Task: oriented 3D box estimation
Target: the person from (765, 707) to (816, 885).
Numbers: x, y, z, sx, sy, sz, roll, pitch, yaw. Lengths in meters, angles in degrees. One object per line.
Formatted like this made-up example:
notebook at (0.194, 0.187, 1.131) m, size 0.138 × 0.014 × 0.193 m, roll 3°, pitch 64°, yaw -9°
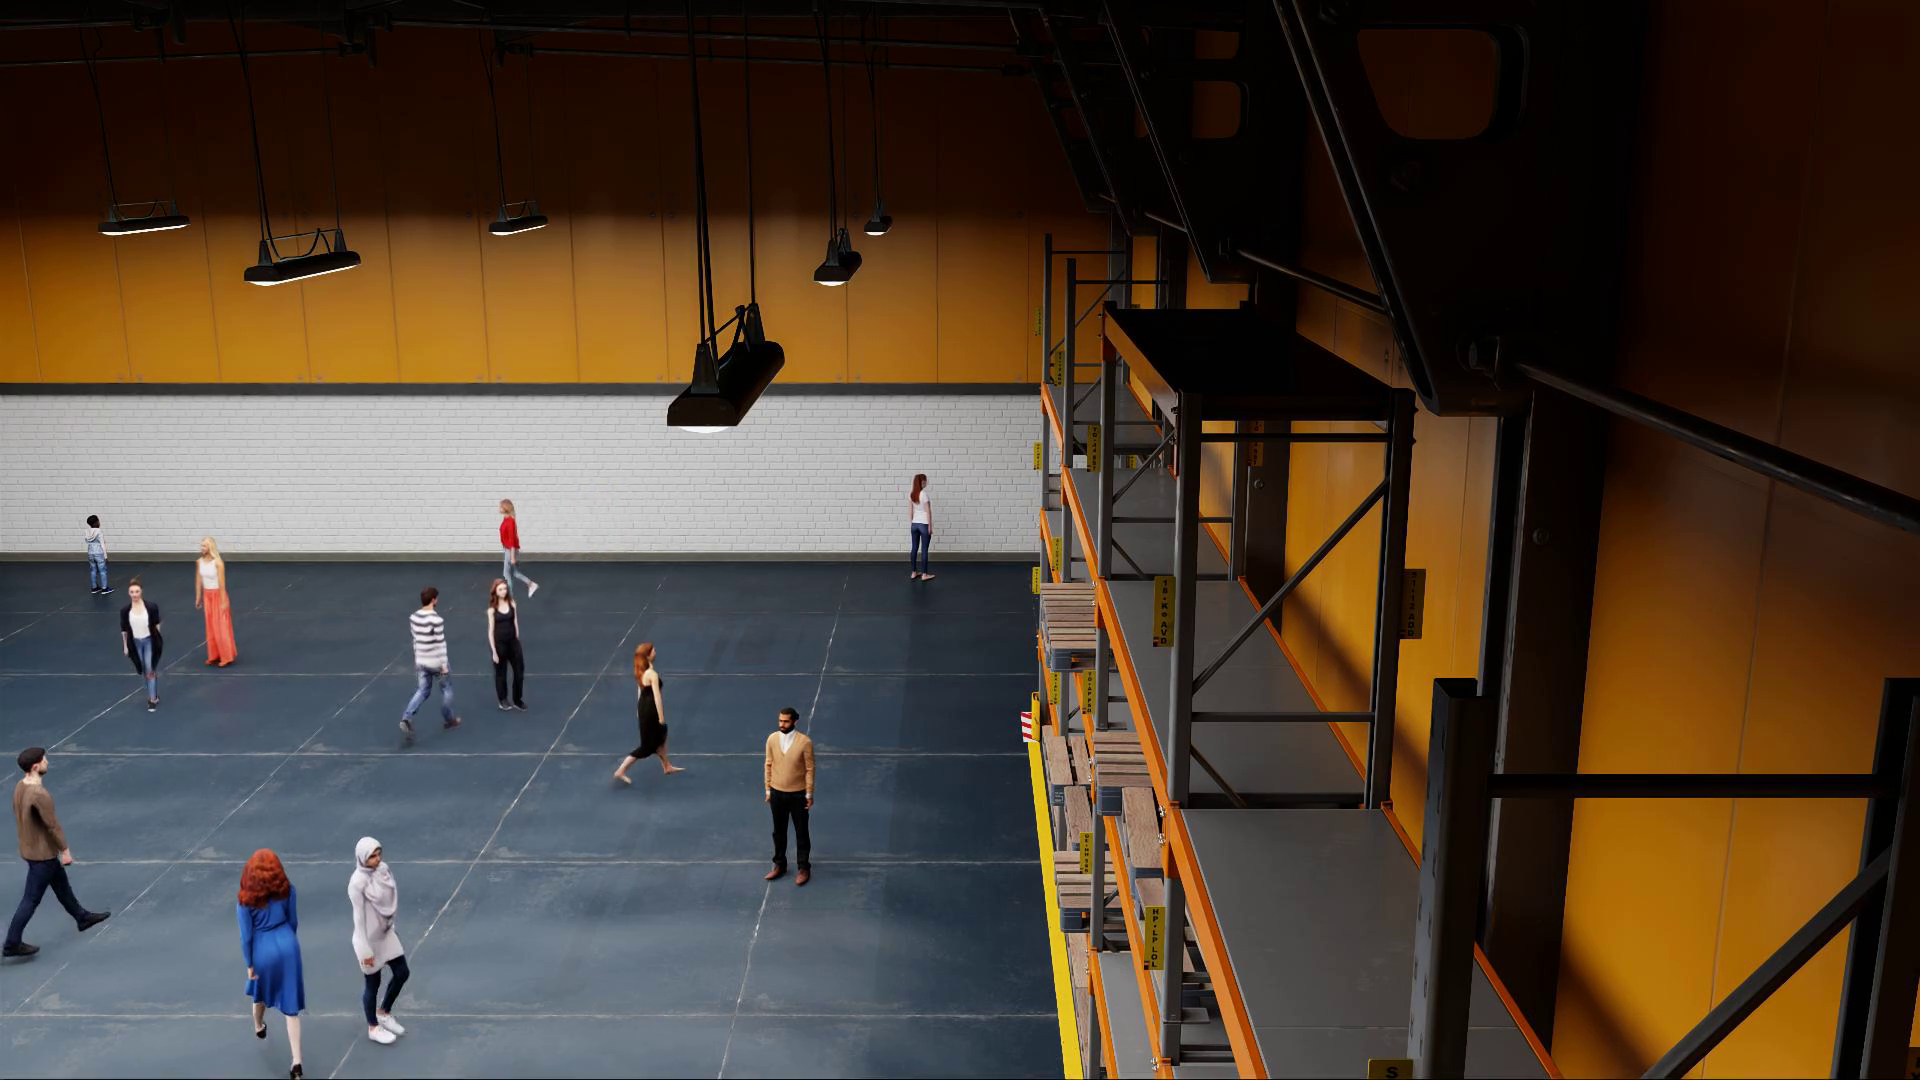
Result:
person at (-1.648, 2.453, 16.127) m, size 0.723 × 1.754 × 0.675 m, roll 4°, pitch 14°, yaw 15°

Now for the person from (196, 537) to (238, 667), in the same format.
person at (-10.169, 0.829, 22.730) m, size 0.709 × 1.803 × 0.714 m, roll 6°, pitch 15°, yaw 23°

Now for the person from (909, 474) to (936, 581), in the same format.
person at (-0.653, -0.222, 27.197) m, size 0.654 × 1.743 × 0.690 m, roll 10°, pitch 17°, yaw 34°

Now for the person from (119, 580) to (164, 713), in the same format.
person at (-10.328, 1.308, 21.060) m, size 0.788 × 1.657 × 0.955 m, roll -4°, pitch 14°, yaw -16°

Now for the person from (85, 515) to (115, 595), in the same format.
person at (-13.706, 0.221, 26.396) m, size 0.516 × 1.258 × 0.536 m, roll 3°, pitch 14°, yaw 14°

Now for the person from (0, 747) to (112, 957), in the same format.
person at (-8.170, 2.775, 14.619) m, size 1.151 × 1.838 × 1.266 m, roll 11°, pitch 18°, yaw 39°

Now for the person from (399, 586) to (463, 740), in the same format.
person at (-6.414, 1.504, 19.926) m, size 0.956 × 1.810 × 1.222 m, roll 6°, pitch 15°, yaw 23°

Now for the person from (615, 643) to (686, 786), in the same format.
person at (-3.544, 1.952, 18.530) m, size 0.996 × 1.597 × 1.080 m, roll -8°, pitch 16°, yaw -29°

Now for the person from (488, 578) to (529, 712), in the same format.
person at (-5.782, 1.306, 20.921) m, size 0.818 × 1.726 × 0.880 m, roll -13°, pitch 18°, yaw -42°

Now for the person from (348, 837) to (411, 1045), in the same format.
person at (-4.710, 3.159, 13.189) m, size 0.775 × 1.764 × 0.632 m, roll 5°, pitch 14°, yaw 19°

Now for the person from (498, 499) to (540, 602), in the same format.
person at (-6.831, 0.197, 25.566) m, size 0.872 × 1.696 × 0.918 m, roll -5°, pitch 15°, yaw -20°

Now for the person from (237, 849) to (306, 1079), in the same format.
person at (-5.183, 3.283, 12.677) m, size 1.008 × 1.765 × 1.210 m, roll -9°, pitch 16°, yaw -34°
